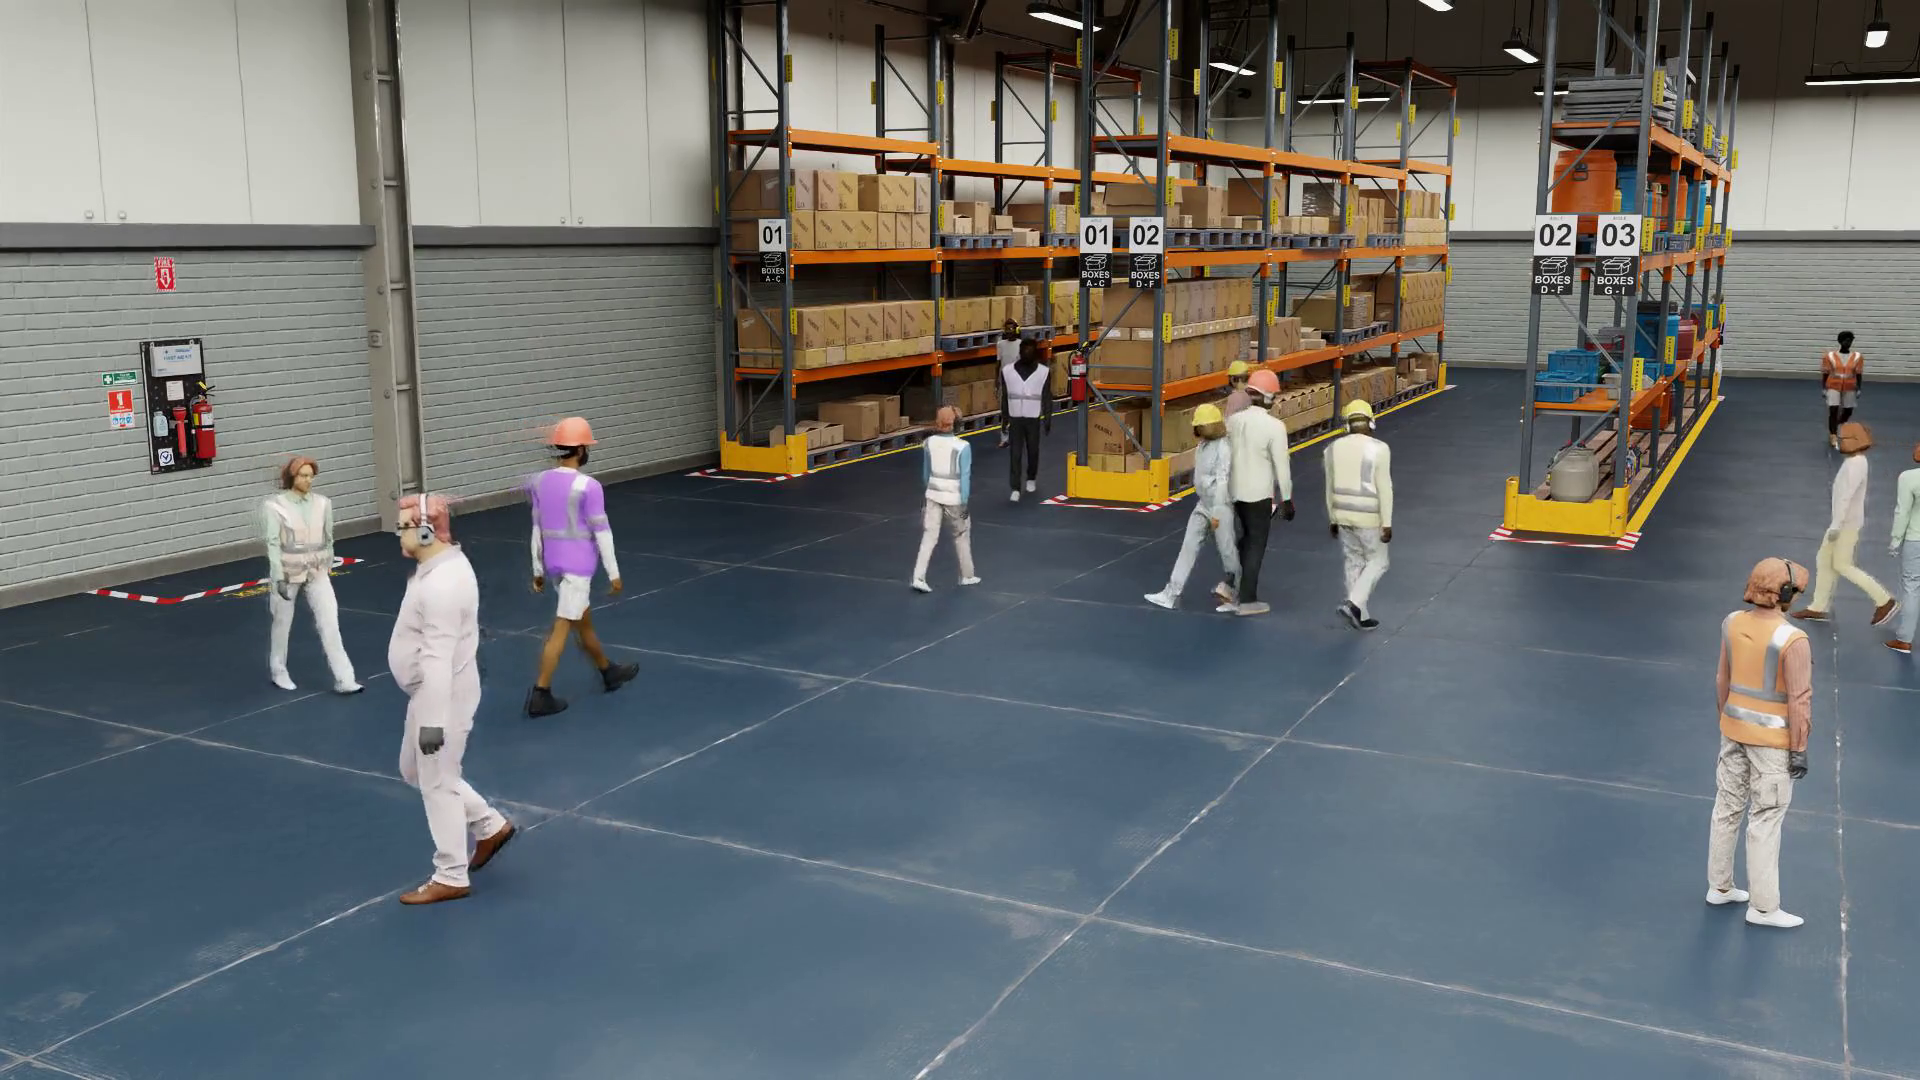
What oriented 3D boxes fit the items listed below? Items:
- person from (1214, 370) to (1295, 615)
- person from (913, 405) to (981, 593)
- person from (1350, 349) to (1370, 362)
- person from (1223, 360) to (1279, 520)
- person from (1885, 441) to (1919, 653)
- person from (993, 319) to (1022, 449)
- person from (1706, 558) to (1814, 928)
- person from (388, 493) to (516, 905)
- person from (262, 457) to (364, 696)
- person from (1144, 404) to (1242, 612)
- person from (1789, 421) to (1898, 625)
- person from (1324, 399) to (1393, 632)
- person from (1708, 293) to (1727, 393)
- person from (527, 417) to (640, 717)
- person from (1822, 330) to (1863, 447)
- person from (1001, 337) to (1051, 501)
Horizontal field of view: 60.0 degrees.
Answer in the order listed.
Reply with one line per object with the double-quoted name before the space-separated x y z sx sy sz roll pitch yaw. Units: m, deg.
"person" 2.380 -0.374 13.326 0.437 1.974 0.633 -6 12 -30
"person" -0.133 -0.351 14.201 0.525 1.600 0.837 7 12 33
"person" 8.009 -4.075 33.460 0.656 1.990 0.906 6 12 30
"person" 3.016 -1.016 17.462 0.776 1.735 0.524 6 12 31
"person" 7.035 0.015 12.108 0.502 1.636 0.280 1 10 3
"person" 0.752 -2.209 23.640 0.588 1.862 0.377 4 11 19
"person" 3.540 0.886 7.355 0.308 1.640 0.511 -3 11 -16
"person" -2.362 0.723 7.559 0.452 1.895 0.648 -3 11 -18
"person" -4.320 0.249 10.963 0.862 1.591 0.511 9 14 40
"person" 1.940 -0.241 13.332 0.873 1.692 0.501 -4 11 -21
"person" 6.937 -0.122 12.929 0.672 1.609 0.510 5 11 24
"person" 3.042 -0.168 12.683 0.465 1.787 0.635 -9 13 -39
"person" 14.637 -3.822 32.212 0.356 1.936 0.638 6 12 28
"person" -2.449 0.150 10.710 0.563 1.879 1.012 7 13 34
"person" 12.744 -2.198 24.073 0.534 1.683 0.557 3 11 17
"person" 0.773 -1.434 19.392 0.588 1.876 0.954 1 10 6
